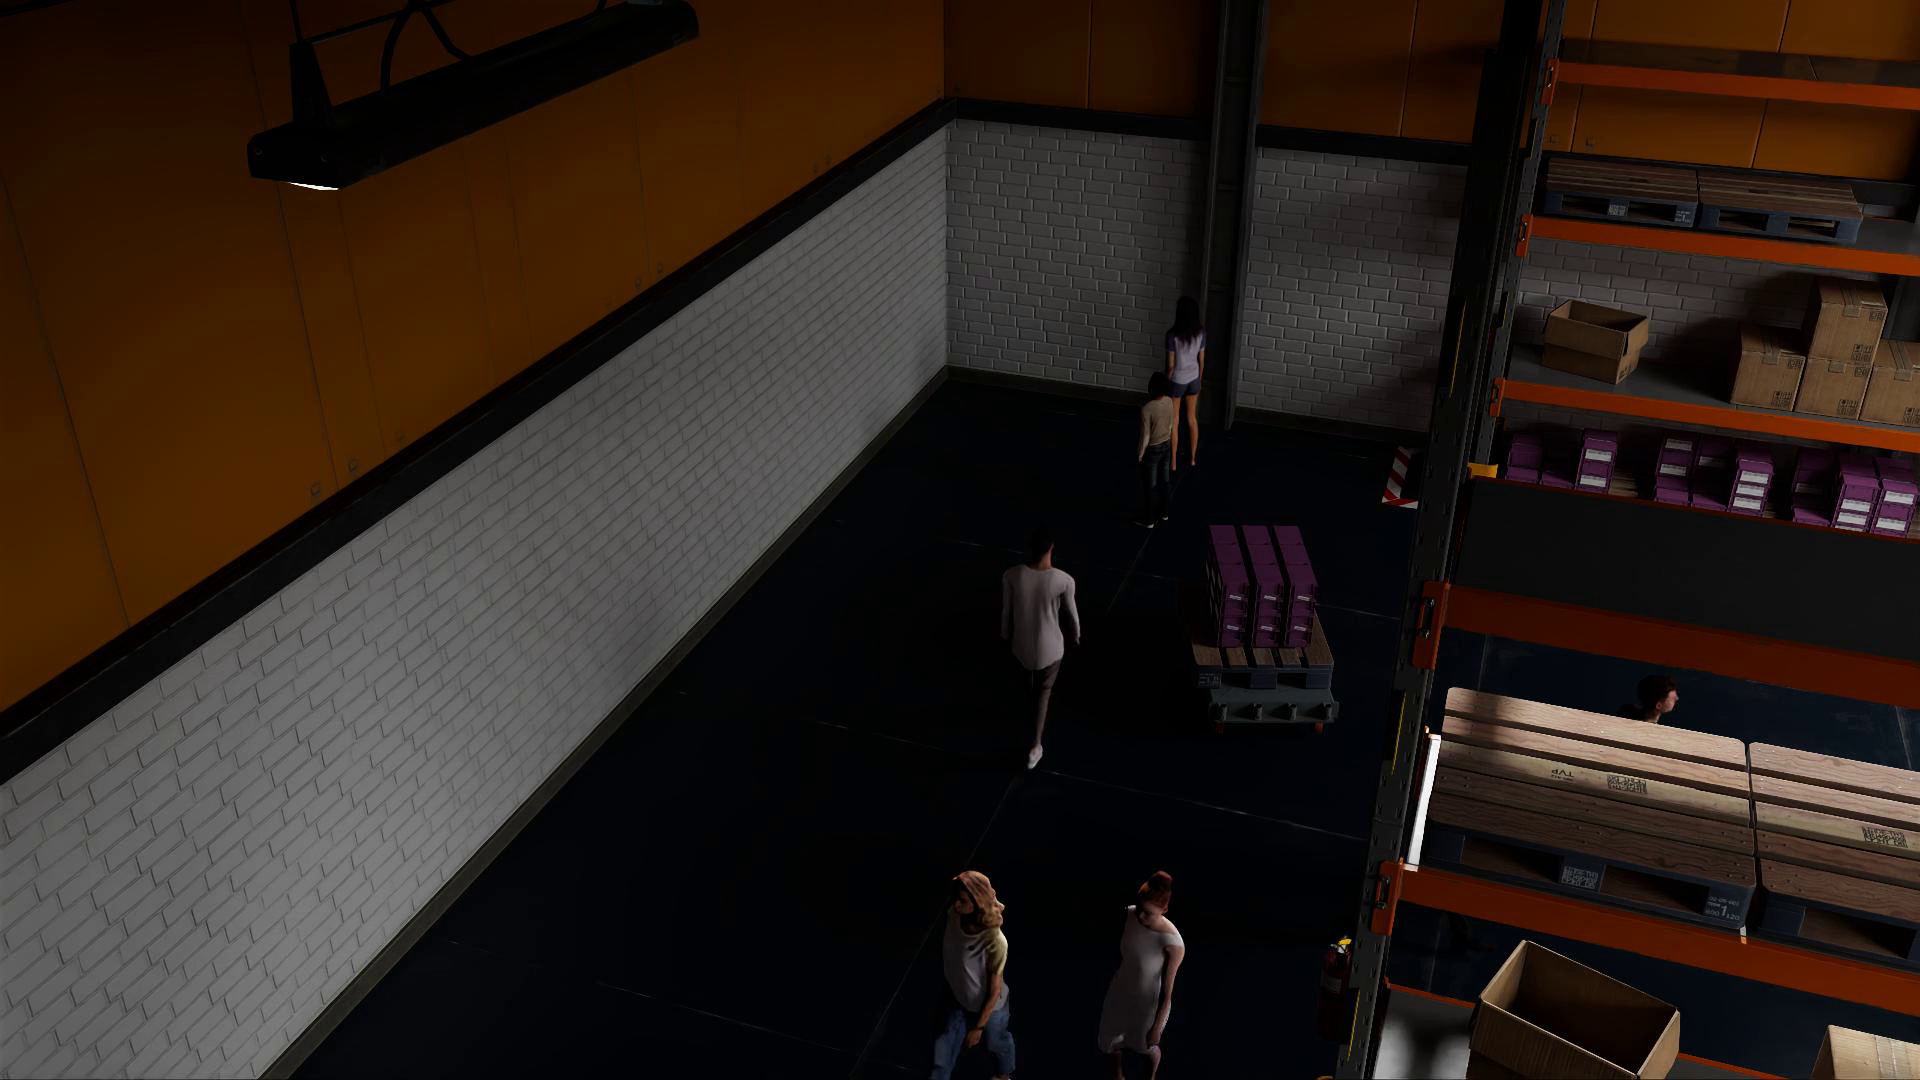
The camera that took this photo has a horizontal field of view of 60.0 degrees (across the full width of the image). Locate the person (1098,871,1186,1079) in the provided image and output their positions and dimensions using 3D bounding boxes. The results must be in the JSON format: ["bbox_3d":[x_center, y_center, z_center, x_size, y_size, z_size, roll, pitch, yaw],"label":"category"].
[{"bbox_3d":[1.037,2.381,8.701,0.792,1.776,0.718,-22,35,-34],"label":"person"}]

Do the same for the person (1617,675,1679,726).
[{"bbox_3d":[3.940,1.594,10.076,0.772,1.841,0.773,0,29,0],"label":"person"}]

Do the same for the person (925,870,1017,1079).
[{"bbox_3d":[0.169,2.392,8.775,0.994,1.686,1.112,-25,37,-38],"label":"person"}]

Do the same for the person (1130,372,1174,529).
[{"bbox_3d":[1.752,-0.815,14.886,0.627,1.464,0.650,-22,35,-34],"label":"person"}]

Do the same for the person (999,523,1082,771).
[{"bbox_3d":[0.532,0.773,11.640,1.082,1.785,0.813,8,30,14],"label":"person"}]

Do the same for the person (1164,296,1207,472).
[{"bbox_3d":[2.118,-1.500,15.862,0.640,1.733,0.703,-12,31,-21],"label":"person"}]
